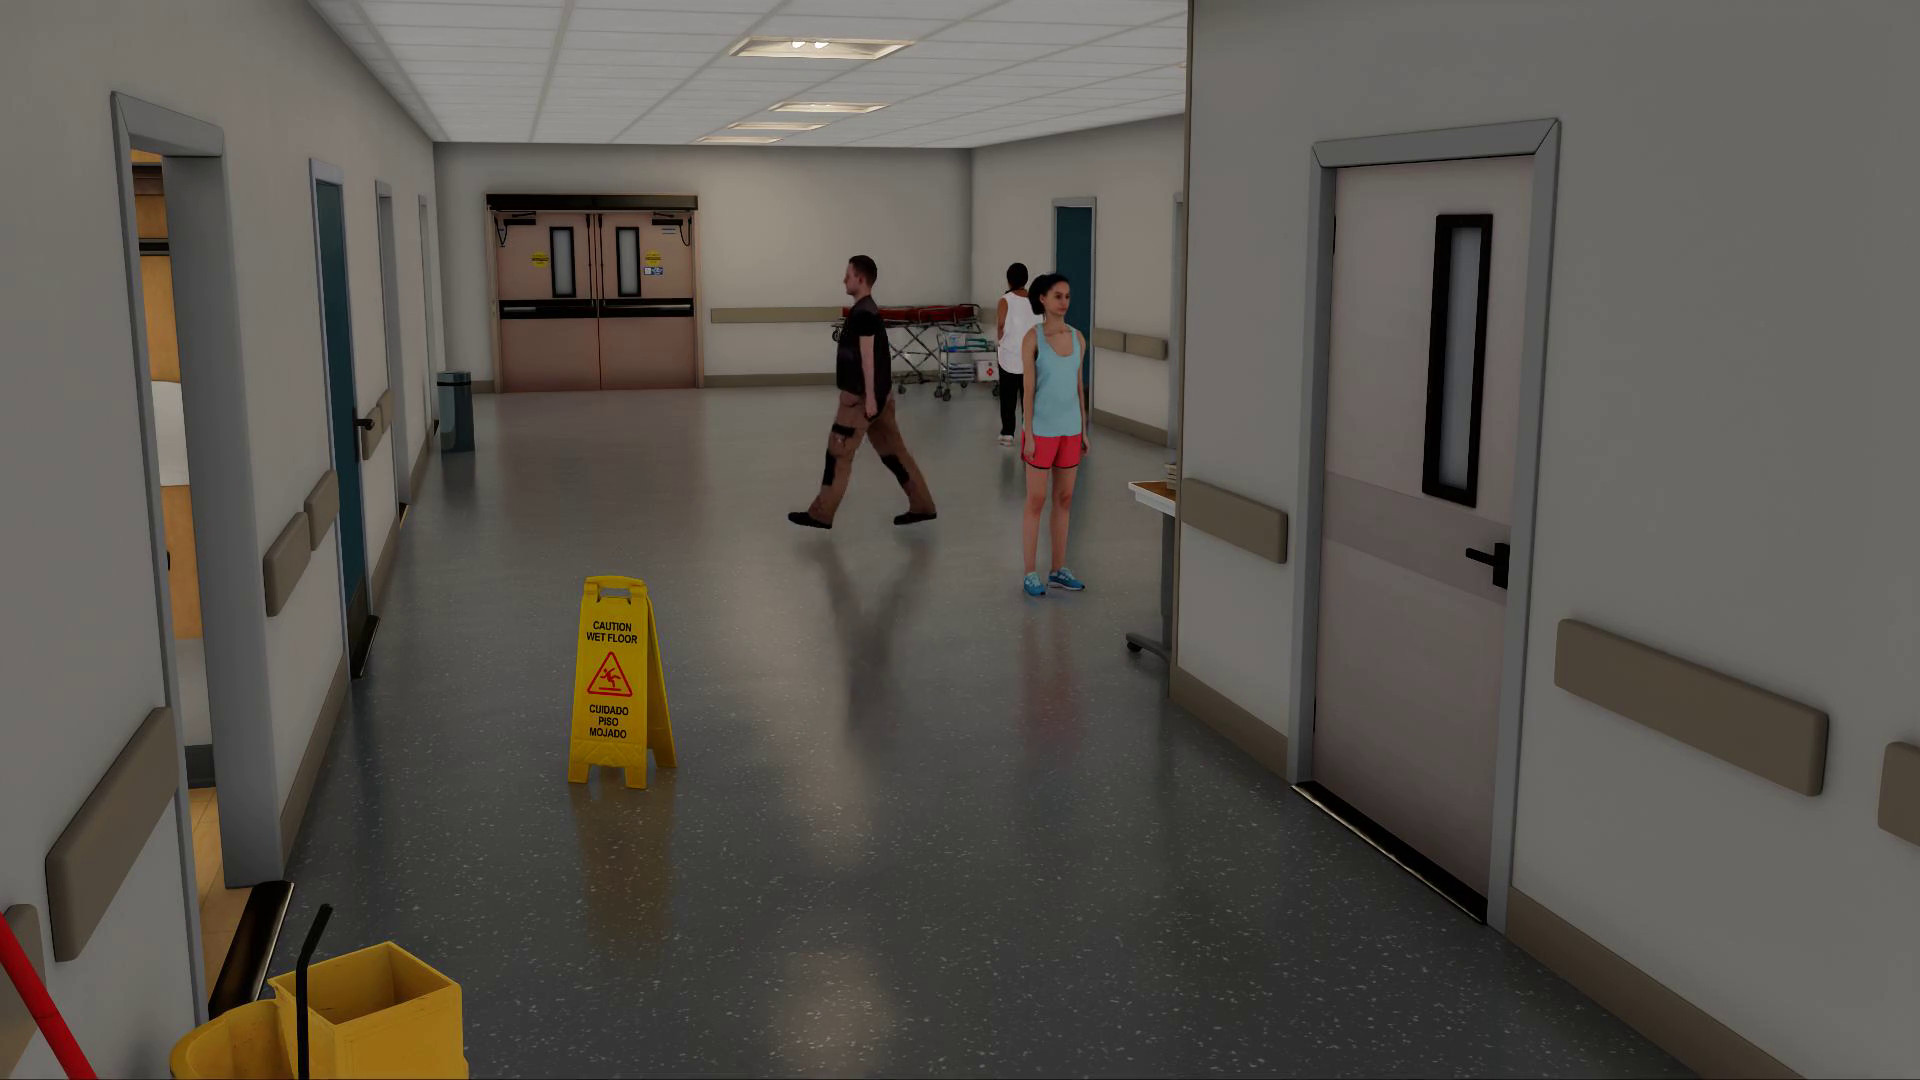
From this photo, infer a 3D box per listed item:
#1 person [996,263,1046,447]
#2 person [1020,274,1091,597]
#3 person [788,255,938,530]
[{"bbox_3d":[0.536,-1.732,15.474,0.705,1.686,0.685,-6,12,-28],"label":"person"},{"bbox_3d":[0.511,-0.583,9.207,0.650,1.766,0.666,-6,12,-31],"label":"person"},{"bbox_3d":[-0.513,-0.922,10.929,1.026,1.789,1.242,1,11,4],"label":"person"}]
